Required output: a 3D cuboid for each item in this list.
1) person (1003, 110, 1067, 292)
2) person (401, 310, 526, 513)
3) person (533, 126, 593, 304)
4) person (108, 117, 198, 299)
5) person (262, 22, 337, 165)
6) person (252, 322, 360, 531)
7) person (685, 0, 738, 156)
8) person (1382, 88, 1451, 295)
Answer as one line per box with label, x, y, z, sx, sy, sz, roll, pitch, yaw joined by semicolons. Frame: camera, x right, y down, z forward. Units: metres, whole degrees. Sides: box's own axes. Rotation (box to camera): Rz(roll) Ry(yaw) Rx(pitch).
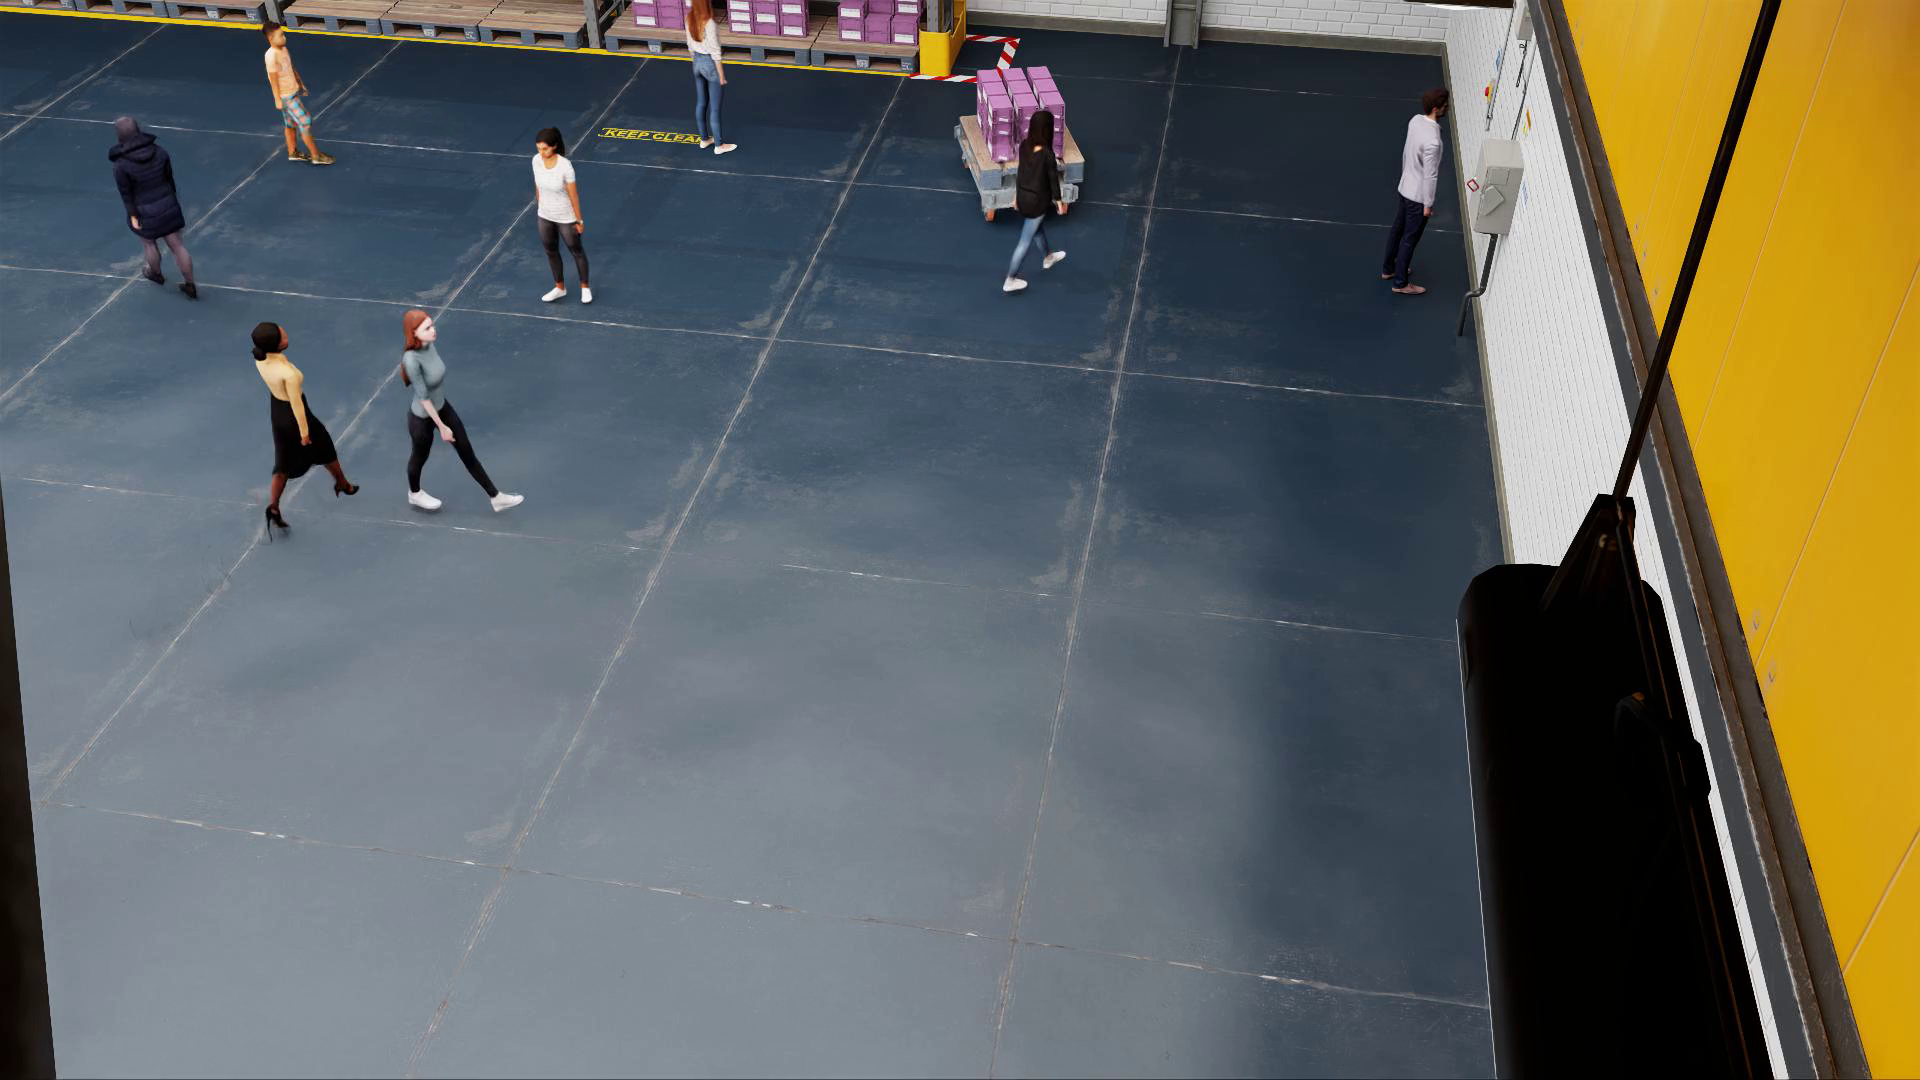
person;0.591;-2.926;14.540;1.060;1.602;1.052;-28;46;-30
person;-3.851;-0.861;11.885;1.127;1.689;0.574;7;39;9
person;-3.436;-2.820;14.380;0.604;1.638;0.718;15;41;18
person;-6.937;-2.844;14.400;1.036;1.651;0.917;27;46;29
person;-6.759;-4.431;16.550;0.794;1.446;0.633;-1;39;-1
person;-4.824;-0.789;11.853;1.024;1.617;0.871;20;43;23
person;-2.545;-4.743;16.717;0.607;1.725;0.713;29;47;31
person;3.984;-3.063;14.513;0.675;1.850;0.741;-5;39;-6
